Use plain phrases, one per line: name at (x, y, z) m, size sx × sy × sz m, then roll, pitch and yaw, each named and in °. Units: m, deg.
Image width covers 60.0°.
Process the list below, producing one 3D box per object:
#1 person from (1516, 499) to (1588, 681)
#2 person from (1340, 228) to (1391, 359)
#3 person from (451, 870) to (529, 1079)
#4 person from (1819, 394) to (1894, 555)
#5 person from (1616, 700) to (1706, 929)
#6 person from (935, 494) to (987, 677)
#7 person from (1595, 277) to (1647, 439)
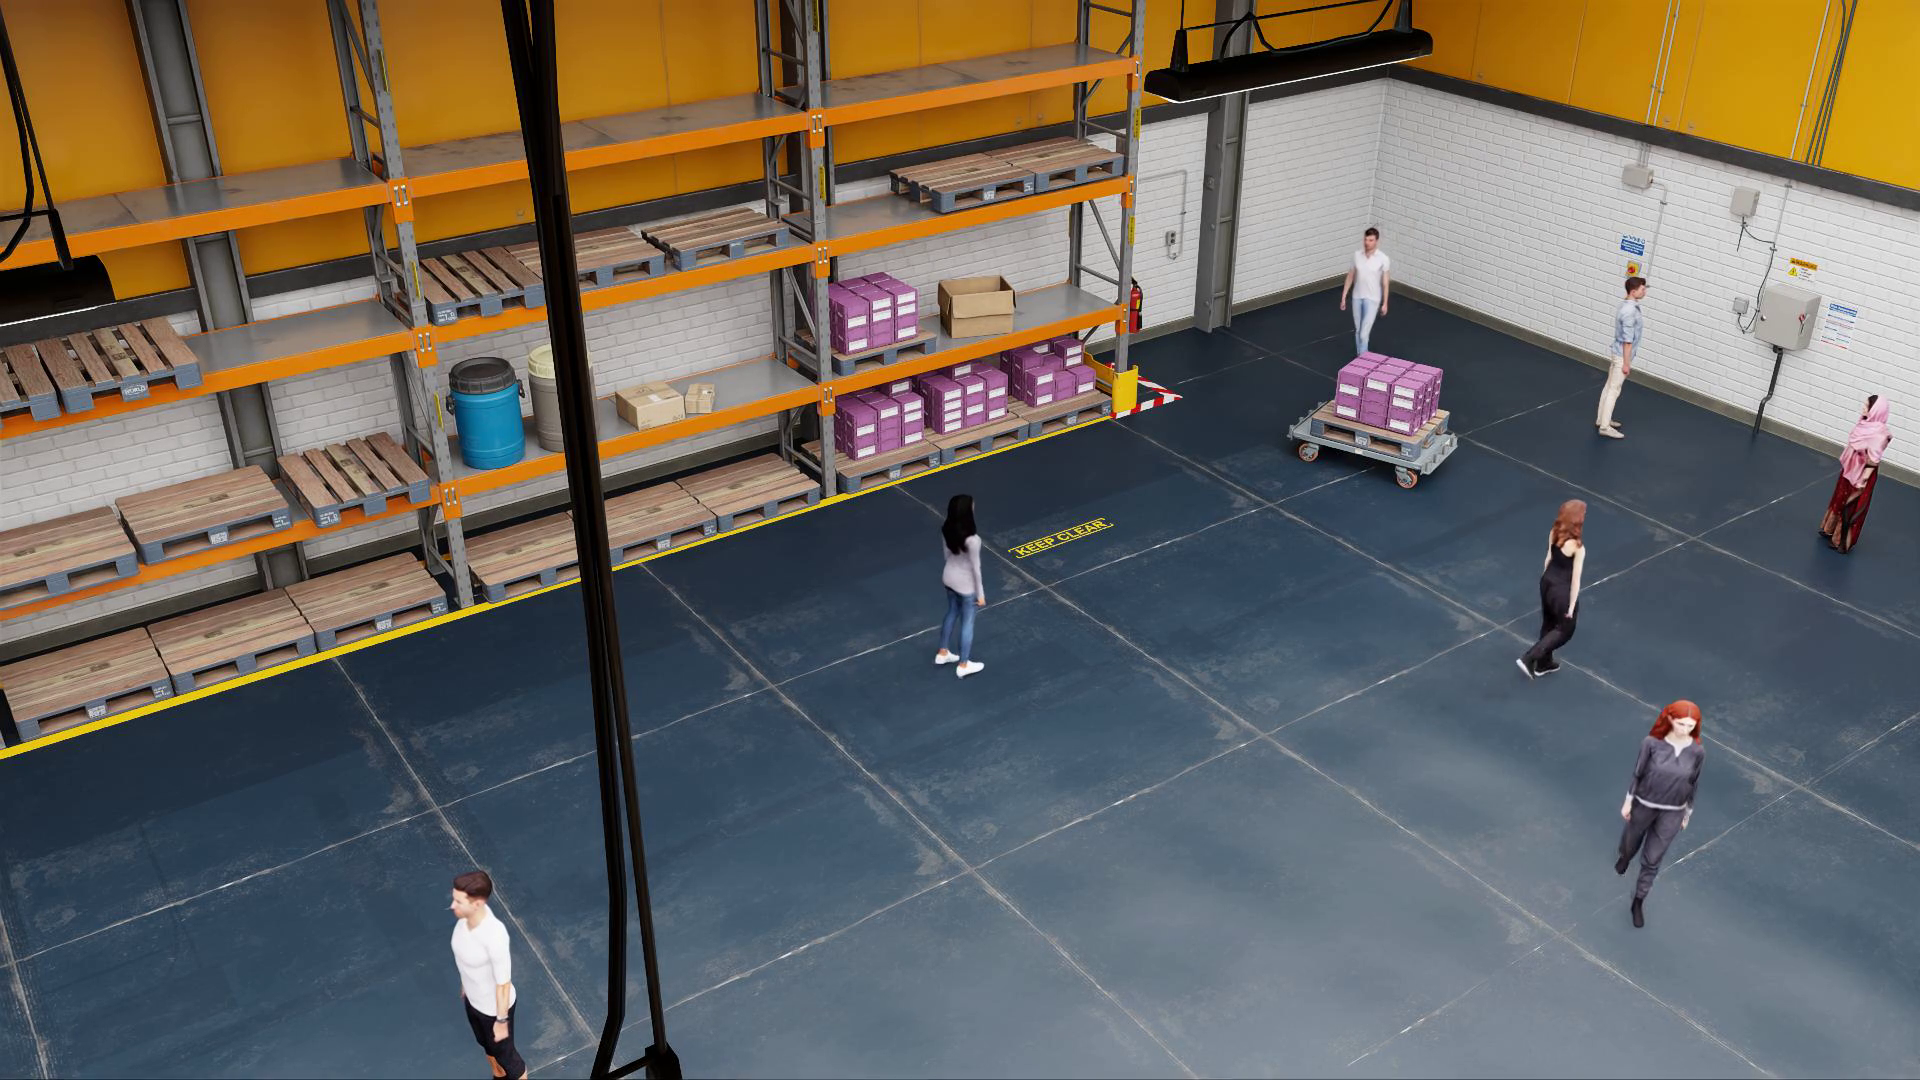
person at (5.039, 0.458, 14.205) m, size 0.860 × 1.734 × 0.652 m, roll -14°, pitch 32°, yaw -24°
person at (5.005, -2.944, 20.342) m, size 0.830 × 1.830 × 0.975 m, roll 22°, pitch 35°, yaw 34°
person at (-2.812, 2.721, 9.932) m, size 0.598 × 1.852 × 0.687 m, roll -23°, pitch 36°, yaw -36°
person at (8.860, -0.680, 16.390) m, size 0.807 × 1.639 × 0.760 m, roll 3°, pitch 29°, yaw 5°
person at (4.867, 1.839, 11.638) m, size 0.881 × 1.769 × 0.979 m, roll 9°, pitch 30°, yaw 16°
person at (-0.035, 0.386, 14.341) m, size 0.594 × 1.731 × 0.652 m, roll -21°, pitch 35°, yaw -33°
person at (7.460, -2.088, 18.754) m, size 0.788 × 1.848 × 0.708 m, roll 7°, pitch 29°, yaw 13°
